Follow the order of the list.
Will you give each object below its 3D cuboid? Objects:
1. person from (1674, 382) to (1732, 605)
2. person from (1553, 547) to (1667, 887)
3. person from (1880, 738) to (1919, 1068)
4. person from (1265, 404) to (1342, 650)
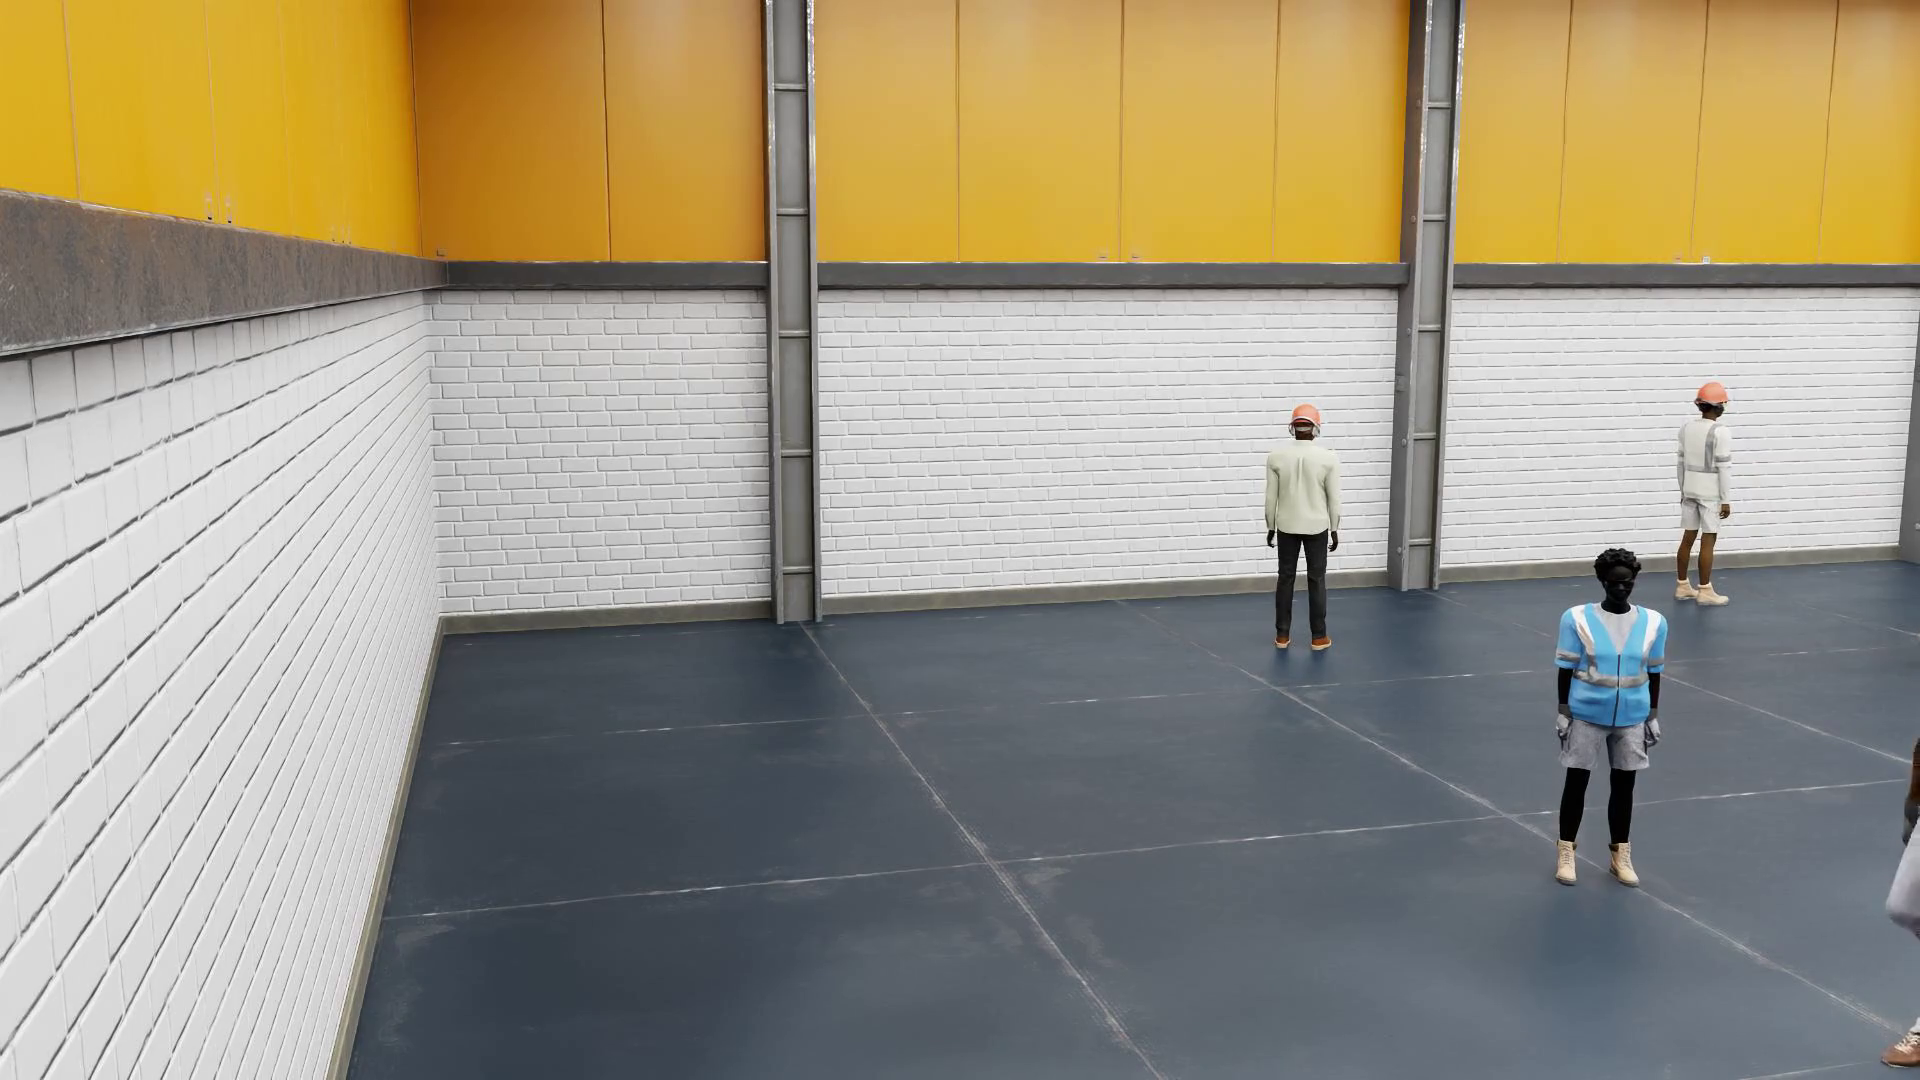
[{"bbox_3d":[6.843,-0.426,15.262,0.364,2.048,0.611,-3,10,-19],"label":"person"},{"bbox_3d":[3.206,0.874,8.238,0.533,1.697,0.318,1,9,6],"label":"person"},{"bbox_3d":[3.828,1.095,6.360,0.589,1.858,0.549,-3,9,-16],"label":"person"},{"bbox_3d":[2.769,-0.102,13.427,0.608,1.986,0.389,3,10,19],"label":"person"}]
